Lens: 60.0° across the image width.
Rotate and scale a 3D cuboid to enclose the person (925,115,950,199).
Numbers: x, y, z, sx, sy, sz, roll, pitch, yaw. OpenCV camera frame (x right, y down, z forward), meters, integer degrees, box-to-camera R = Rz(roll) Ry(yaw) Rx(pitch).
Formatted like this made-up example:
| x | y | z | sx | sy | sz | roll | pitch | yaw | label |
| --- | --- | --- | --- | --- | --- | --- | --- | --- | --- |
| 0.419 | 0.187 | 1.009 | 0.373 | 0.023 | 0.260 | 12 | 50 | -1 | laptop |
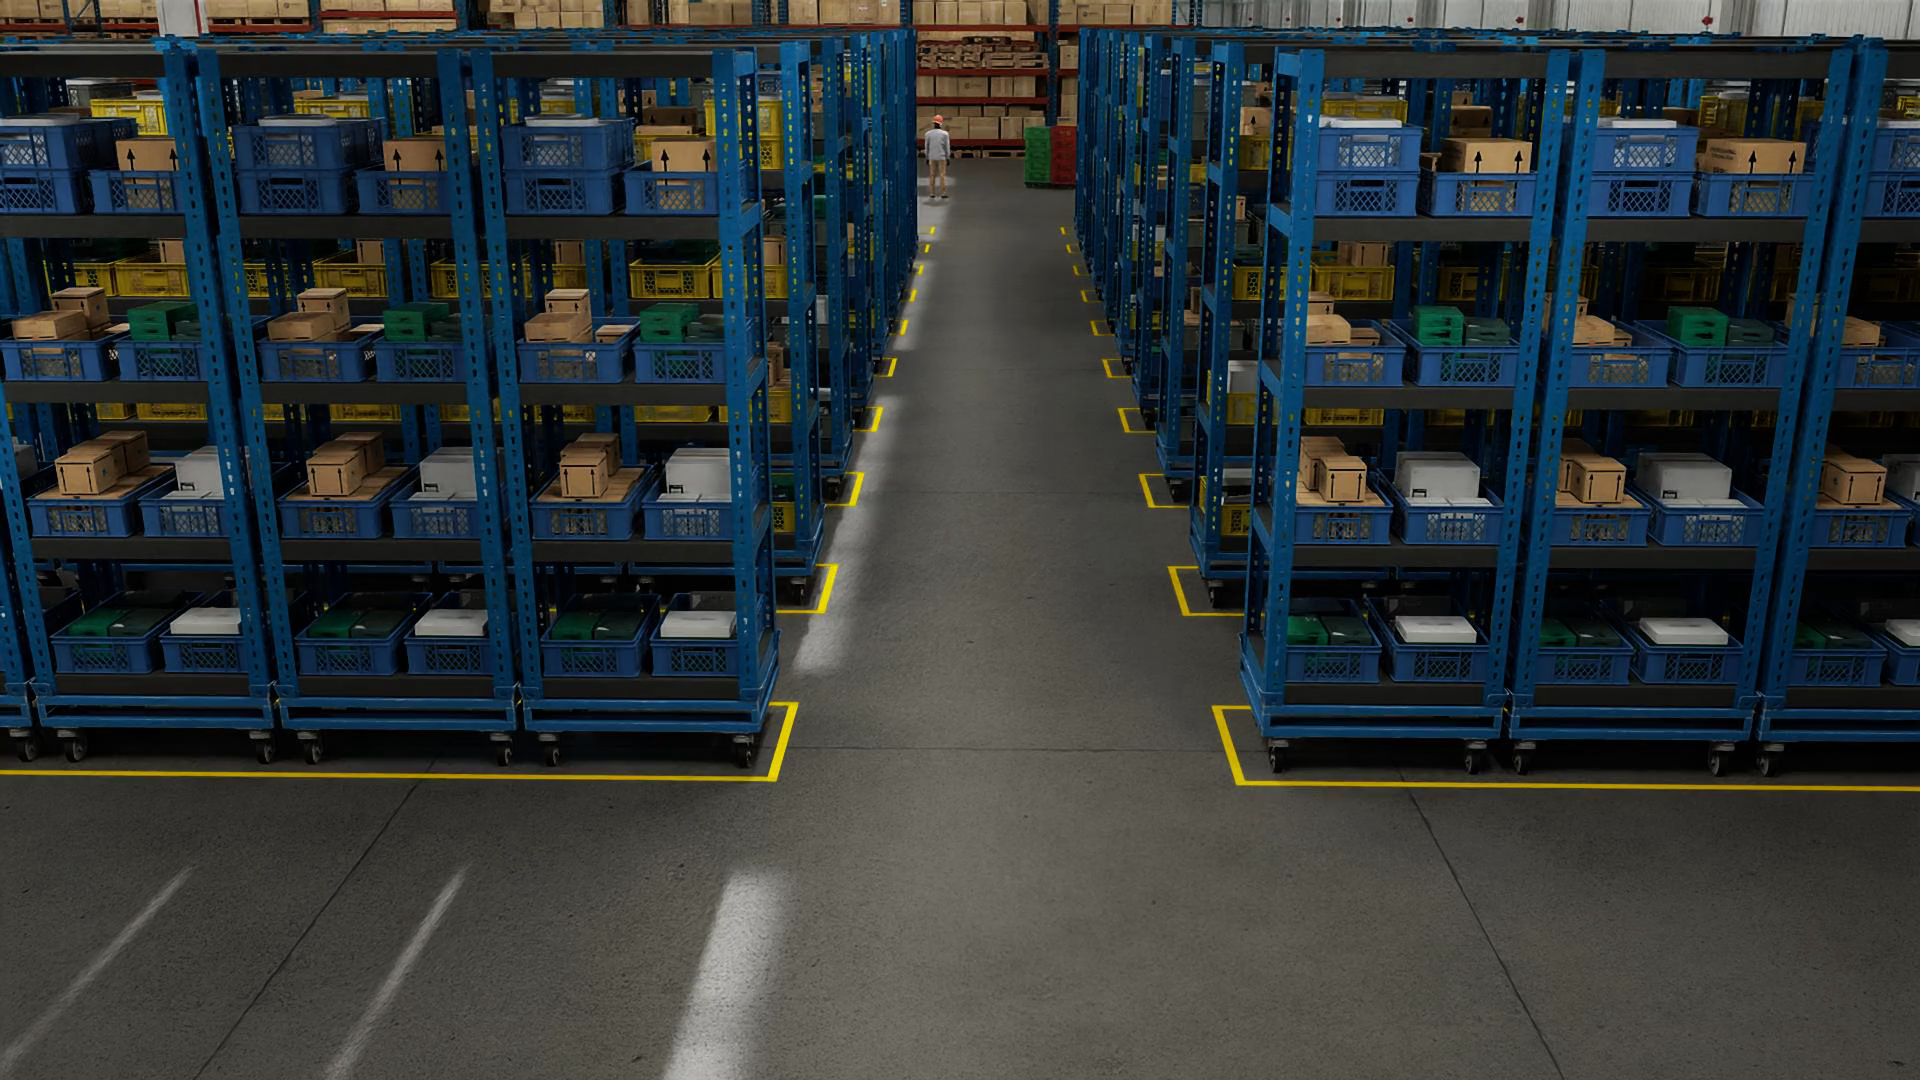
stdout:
| x | y | z | sx | sy | sz | roll | pitch | yaw | label |
| --- | --- | --- | --- | --- | --- | --- | --- | --- | --- |
| -0.469 | -8.187 | 35.583 | 0.560 | 1.752 | 0.325 | 6 | 18 | 17 | person |
